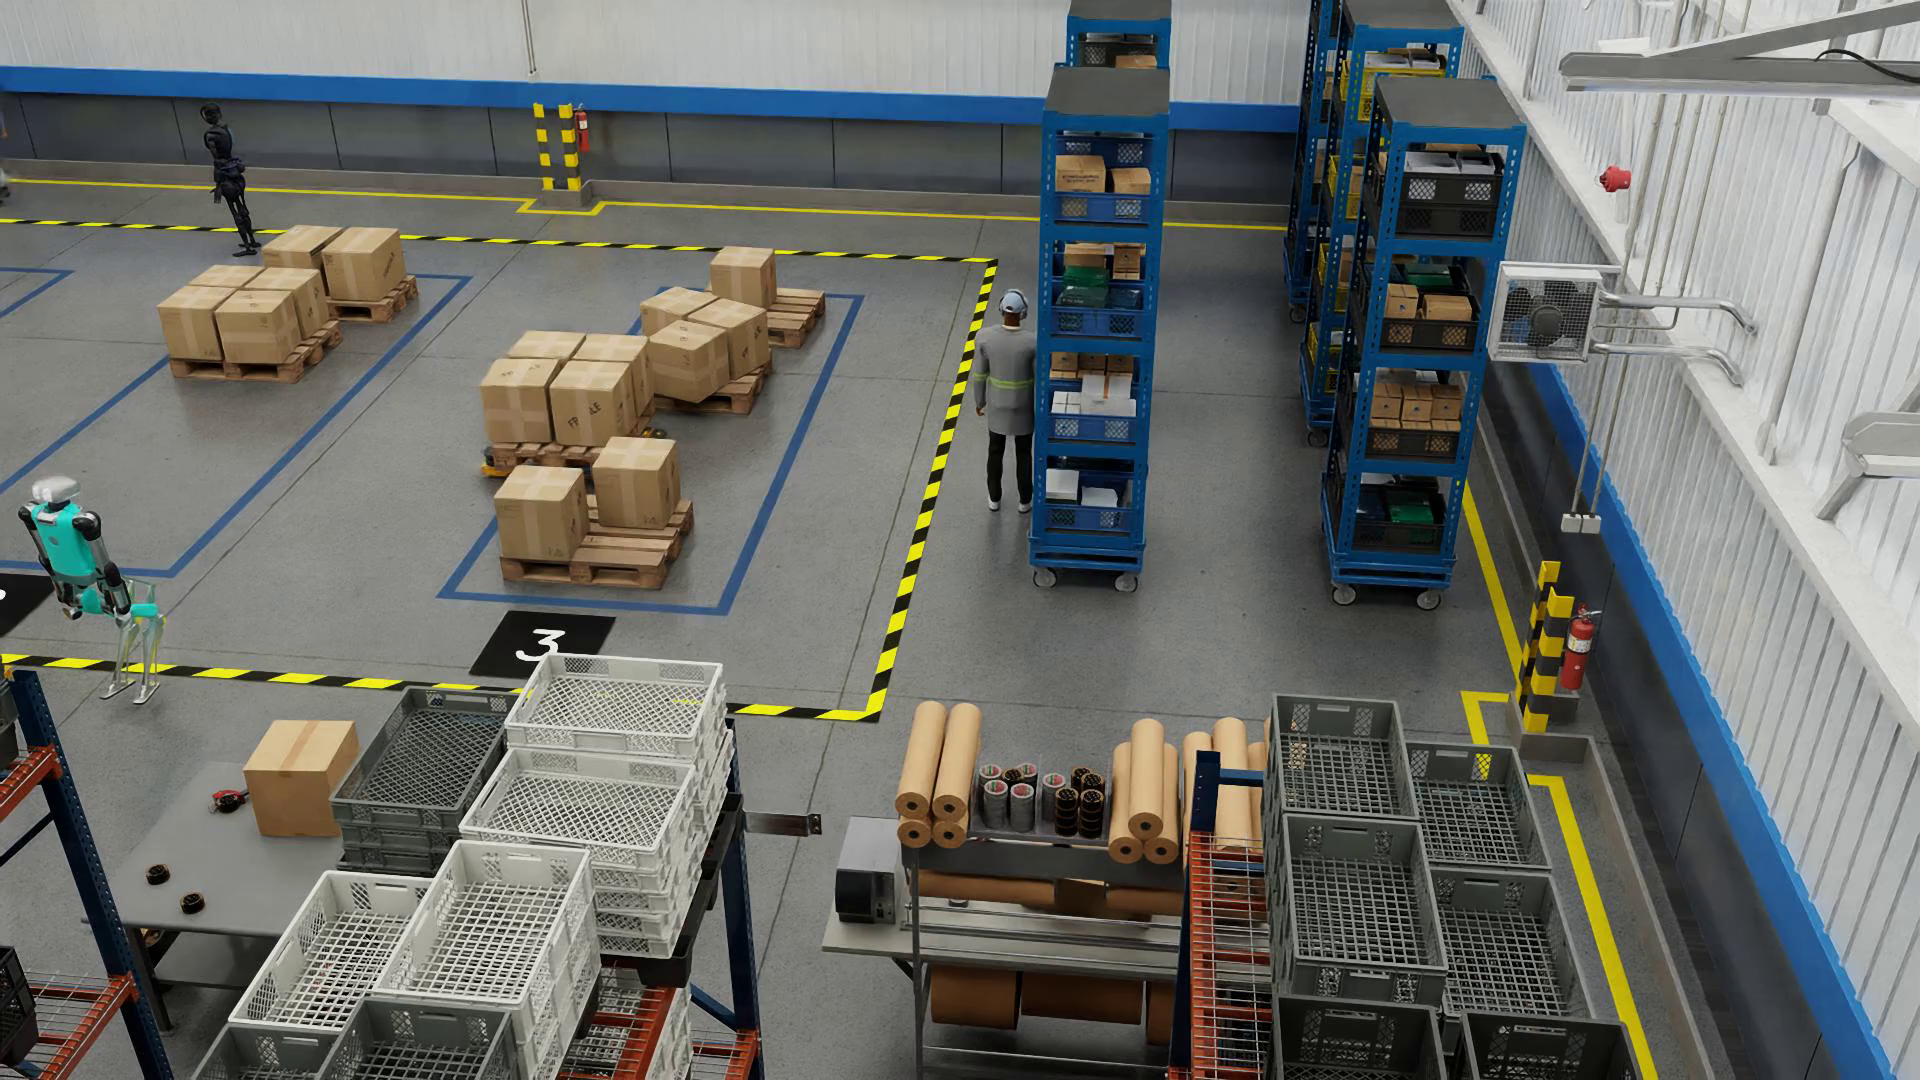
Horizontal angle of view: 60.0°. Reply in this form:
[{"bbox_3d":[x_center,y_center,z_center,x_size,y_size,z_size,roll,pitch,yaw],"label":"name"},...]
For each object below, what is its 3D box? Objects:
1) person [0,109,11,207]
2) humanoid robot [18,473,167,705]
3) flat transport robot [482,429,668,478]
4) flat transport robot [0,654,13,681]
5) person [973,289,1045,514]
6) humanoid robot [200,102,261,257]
[{"bbox_3d":[-11.456,-4.776,19.333,0.472,1.816,0.622,20,35,30],"label":"person"},{"bbox_3d":[-5.429,0.255,10.644,0.533,1.675,0.735,8,31,14],"label":"humanoid robot"},{"bbox_3d":[-3.203,-0.744,13.924,1.431,0.197,0.652,3,30,6],"label":"flat transport robot"},{"bbox_3d":[-7.142,0.969,11.010,1.431,0.231,0.659,3,30,6],"label":"flat transport robot"},{"bbox_3d":[0.404,-1.084,12.961,0.592,1.851,0.399,7,31,12],"label":"person"},{"bbox_3d":[-7.906,-3.900,17.961,0.315,1.653,0.599,-2,30,-4],"label":"humanoid robot"}]
